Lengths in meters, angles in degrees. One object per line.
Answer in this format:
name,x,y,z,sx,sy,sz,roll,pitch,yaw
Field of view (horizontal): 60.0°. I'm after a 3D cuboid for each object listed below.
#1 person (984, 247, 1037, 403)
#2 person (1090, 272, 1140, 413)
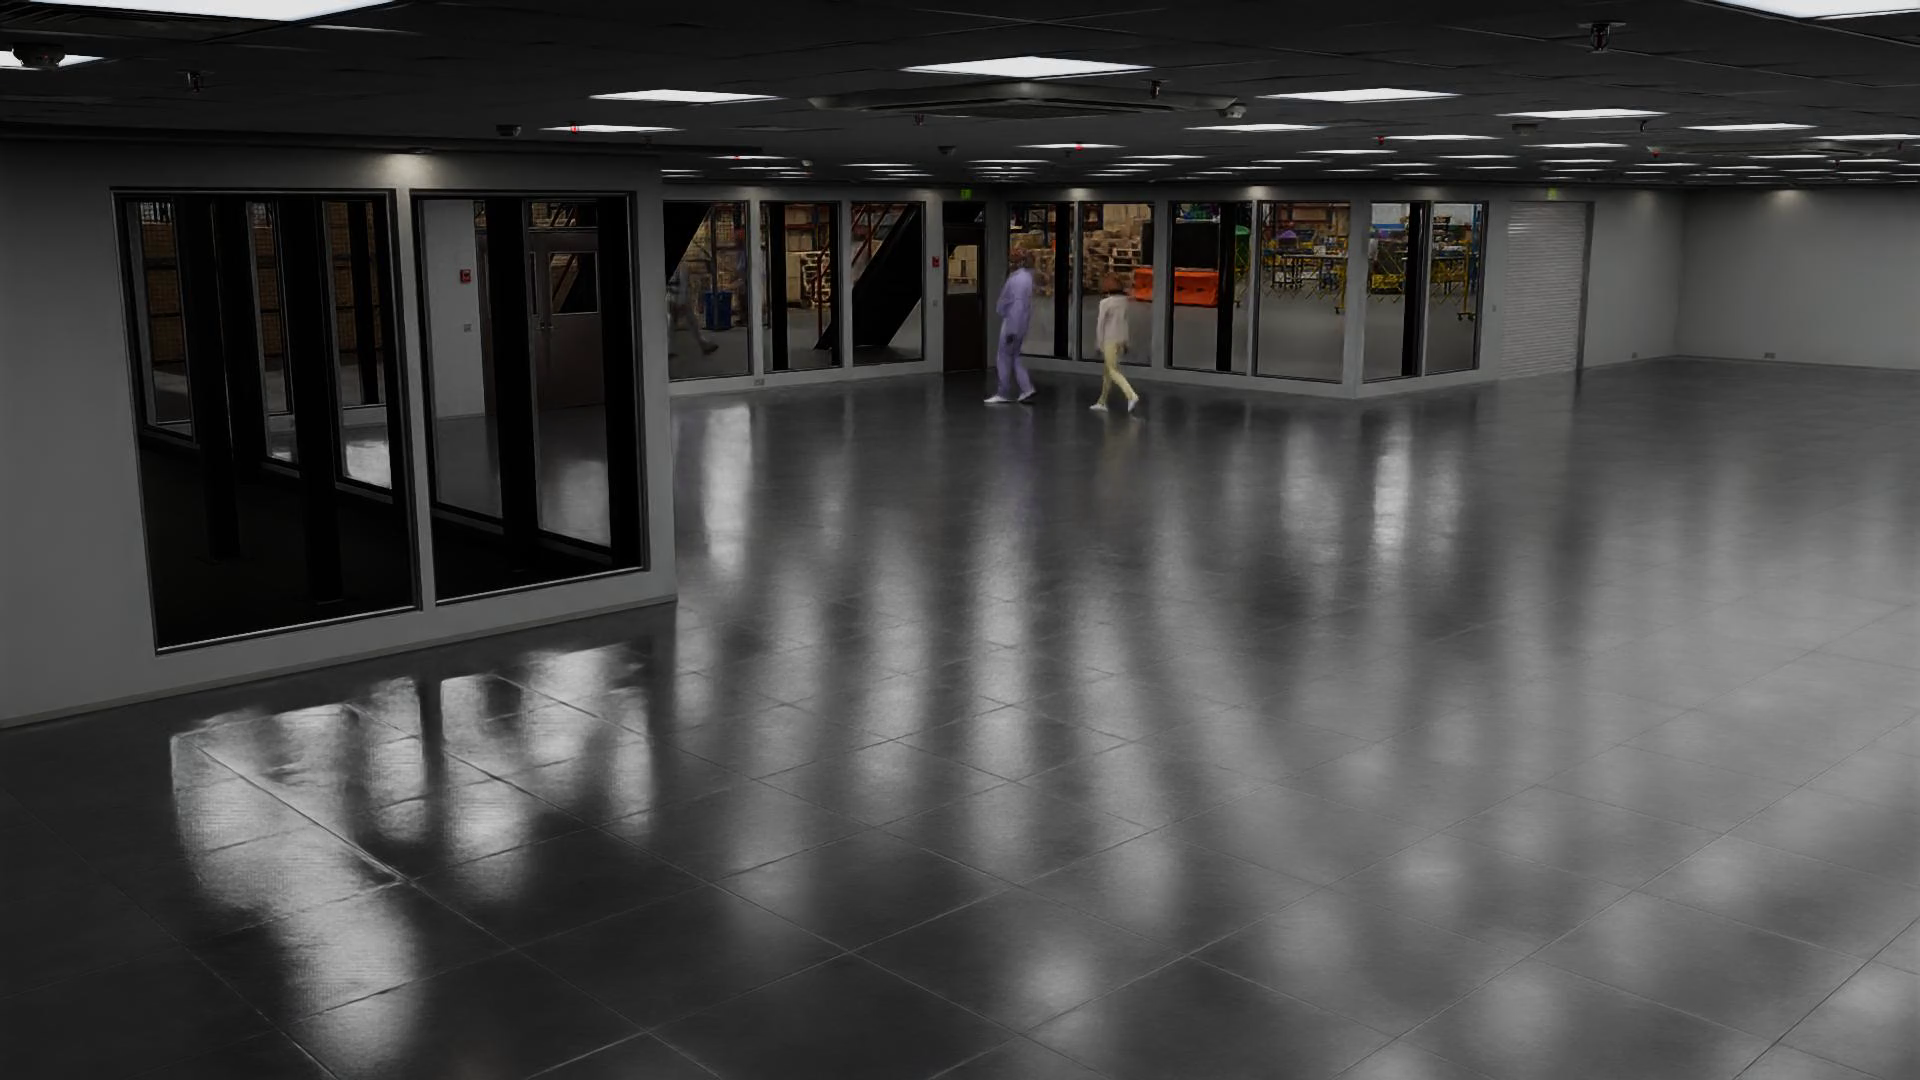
person,0.625,-2.548,19.845,0.606,1.870,0.722,2,11,9
person,1.781,-2.245,18.968,0.735,1.610,0.504,10,15,42
